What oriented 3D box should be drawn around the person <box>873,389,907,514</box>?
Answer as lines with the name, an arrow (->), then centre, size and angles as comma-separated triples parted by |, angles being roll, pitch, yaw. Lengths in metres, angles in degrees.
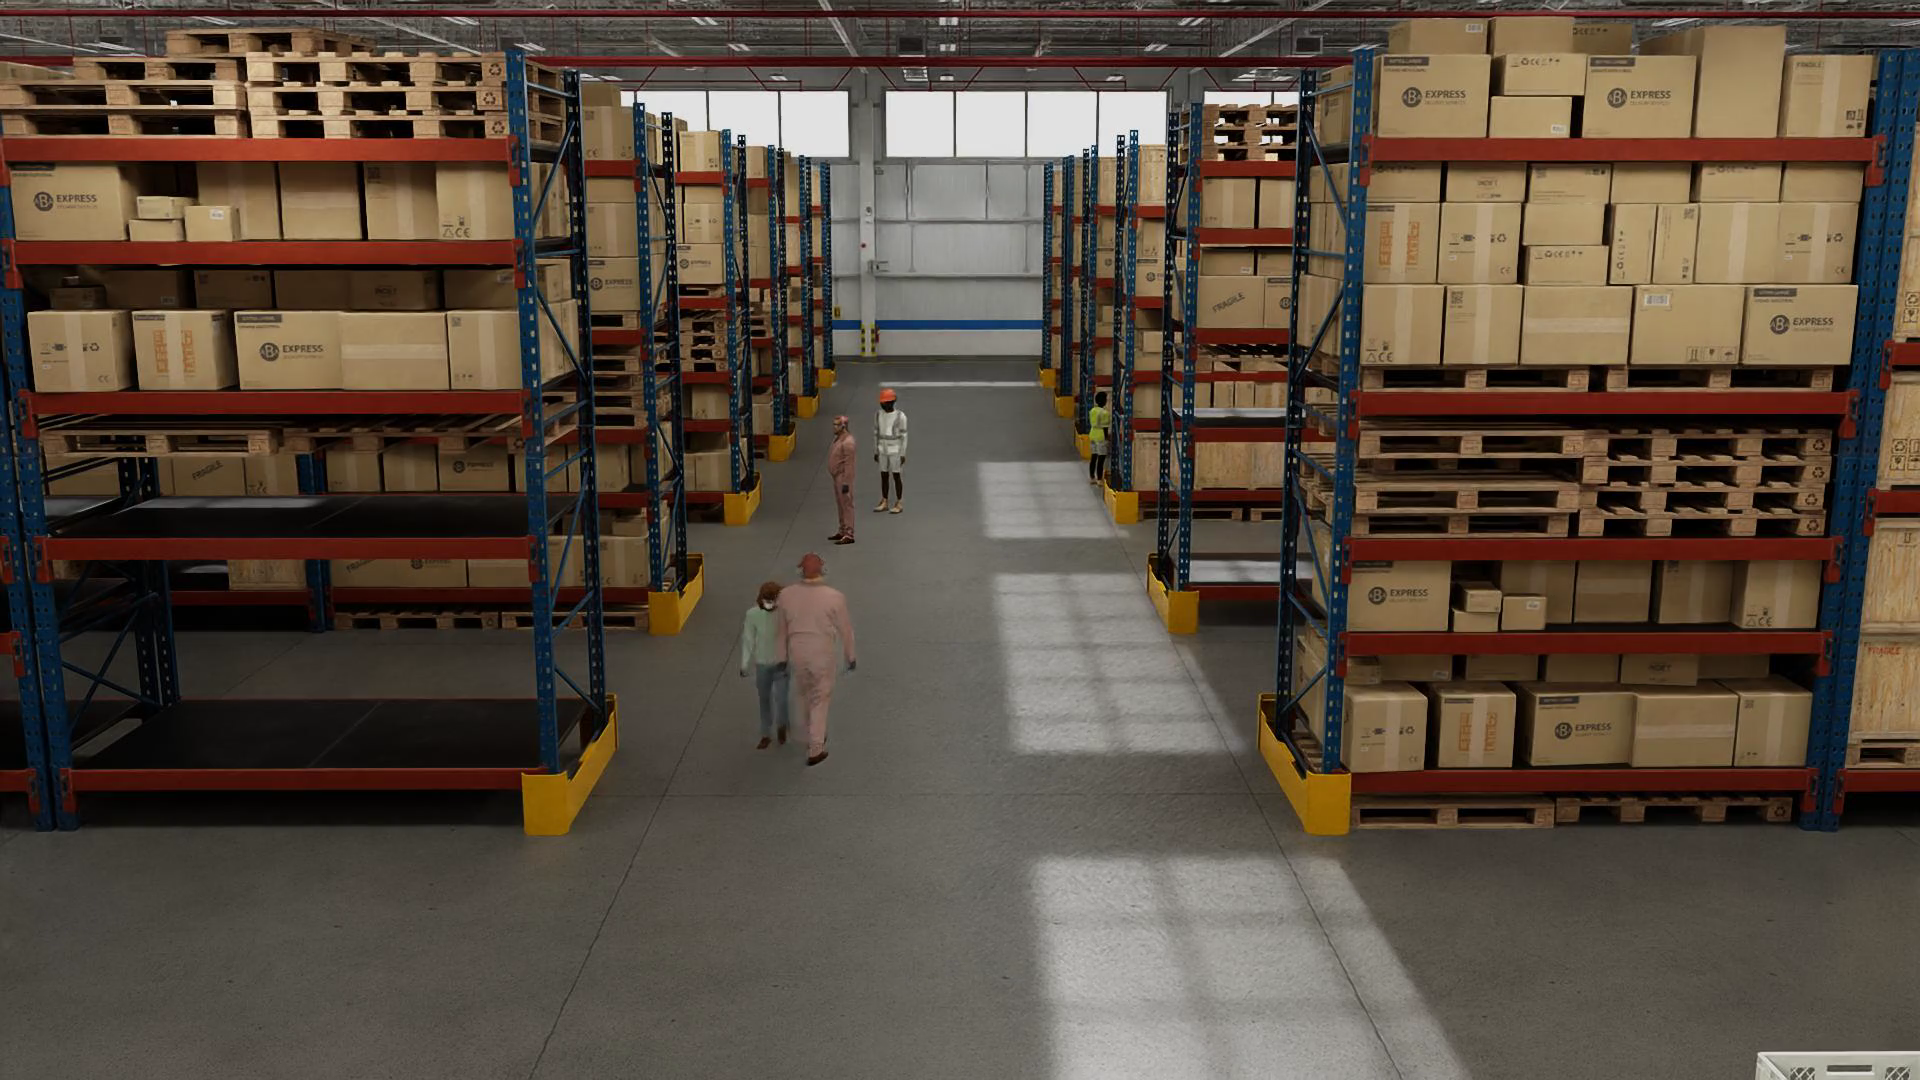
person -> -1.144, -1.435, 26.902 | 0.610, 2.040, 0.394 | 7, 14, 32

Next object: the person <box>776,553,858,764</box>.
person -> -1.266, 1.035, 15.074 | 0.671, 1.868, 0.854 | 4, 12, 18

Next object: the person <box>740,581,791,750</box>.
person -> -1.708, 1.144, 15.176 | 0.609, 1.614, 0.386 | 3, 12, 13

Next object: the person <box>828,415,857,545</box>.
person -> -1.747, -0.894, 24.557 | 0.410, 1.909, 0.643 | -4, 12, -19

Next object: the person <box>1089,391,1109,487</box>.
person -> 2.473, -1.795, 29.564 | 0.319, 1.694, 0.535 | -6, 13, -26
